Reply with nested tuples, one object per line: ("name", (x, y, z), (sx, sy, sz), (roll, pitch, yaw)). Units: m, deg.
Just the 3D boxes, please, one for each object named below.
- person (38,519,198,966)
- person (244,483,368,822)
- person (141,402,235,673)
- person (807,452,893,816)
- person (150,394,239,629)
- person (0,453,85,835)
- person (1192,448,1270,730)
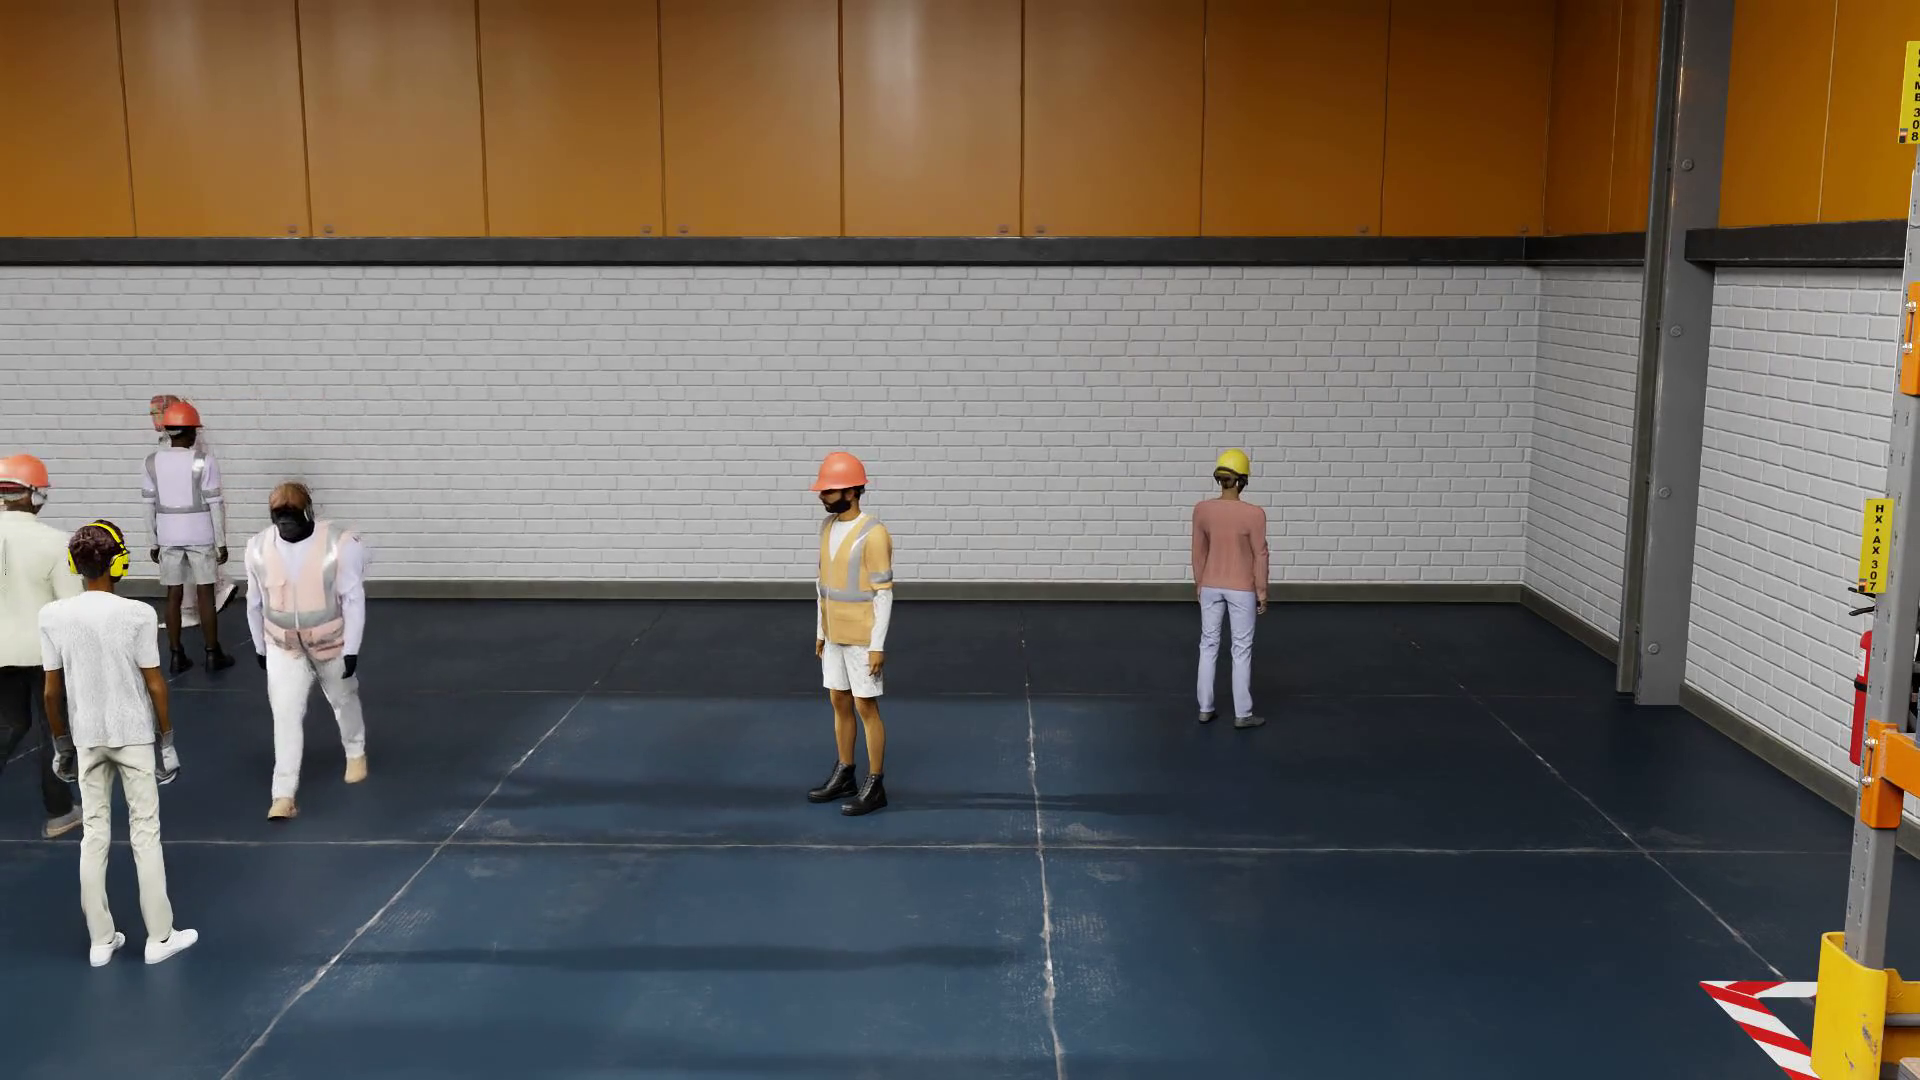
("person", (-3.516, 0.846, 6.918), (0.517, 1.871, 0.328), (0, 9, -2))
("person", (-3.511, 0.555, 8.998), (0.644, 1.778, 1.052), (-1, 10, -7))
("person", (-5.512, -0.016, 11.885), (0.551, 1.932, 0.376), (-1, 9, -3))
("person", (-0.600, 0.494, 8.829), (0.364, 1.933, 0.552), (-8, 12, -40))
("person", (-6.182, -0.228, 13.301), (0.504, 1.887, 0.675), (-3, 10, -20))
("person", (-4.728, 0.558, 8.350), (0.659, 1.967, 0.671), (0, 9, 2))
("person", (1.701, 0.307, 10.456), (0.524, 1.769, 0.309), (7, 12, 35))
